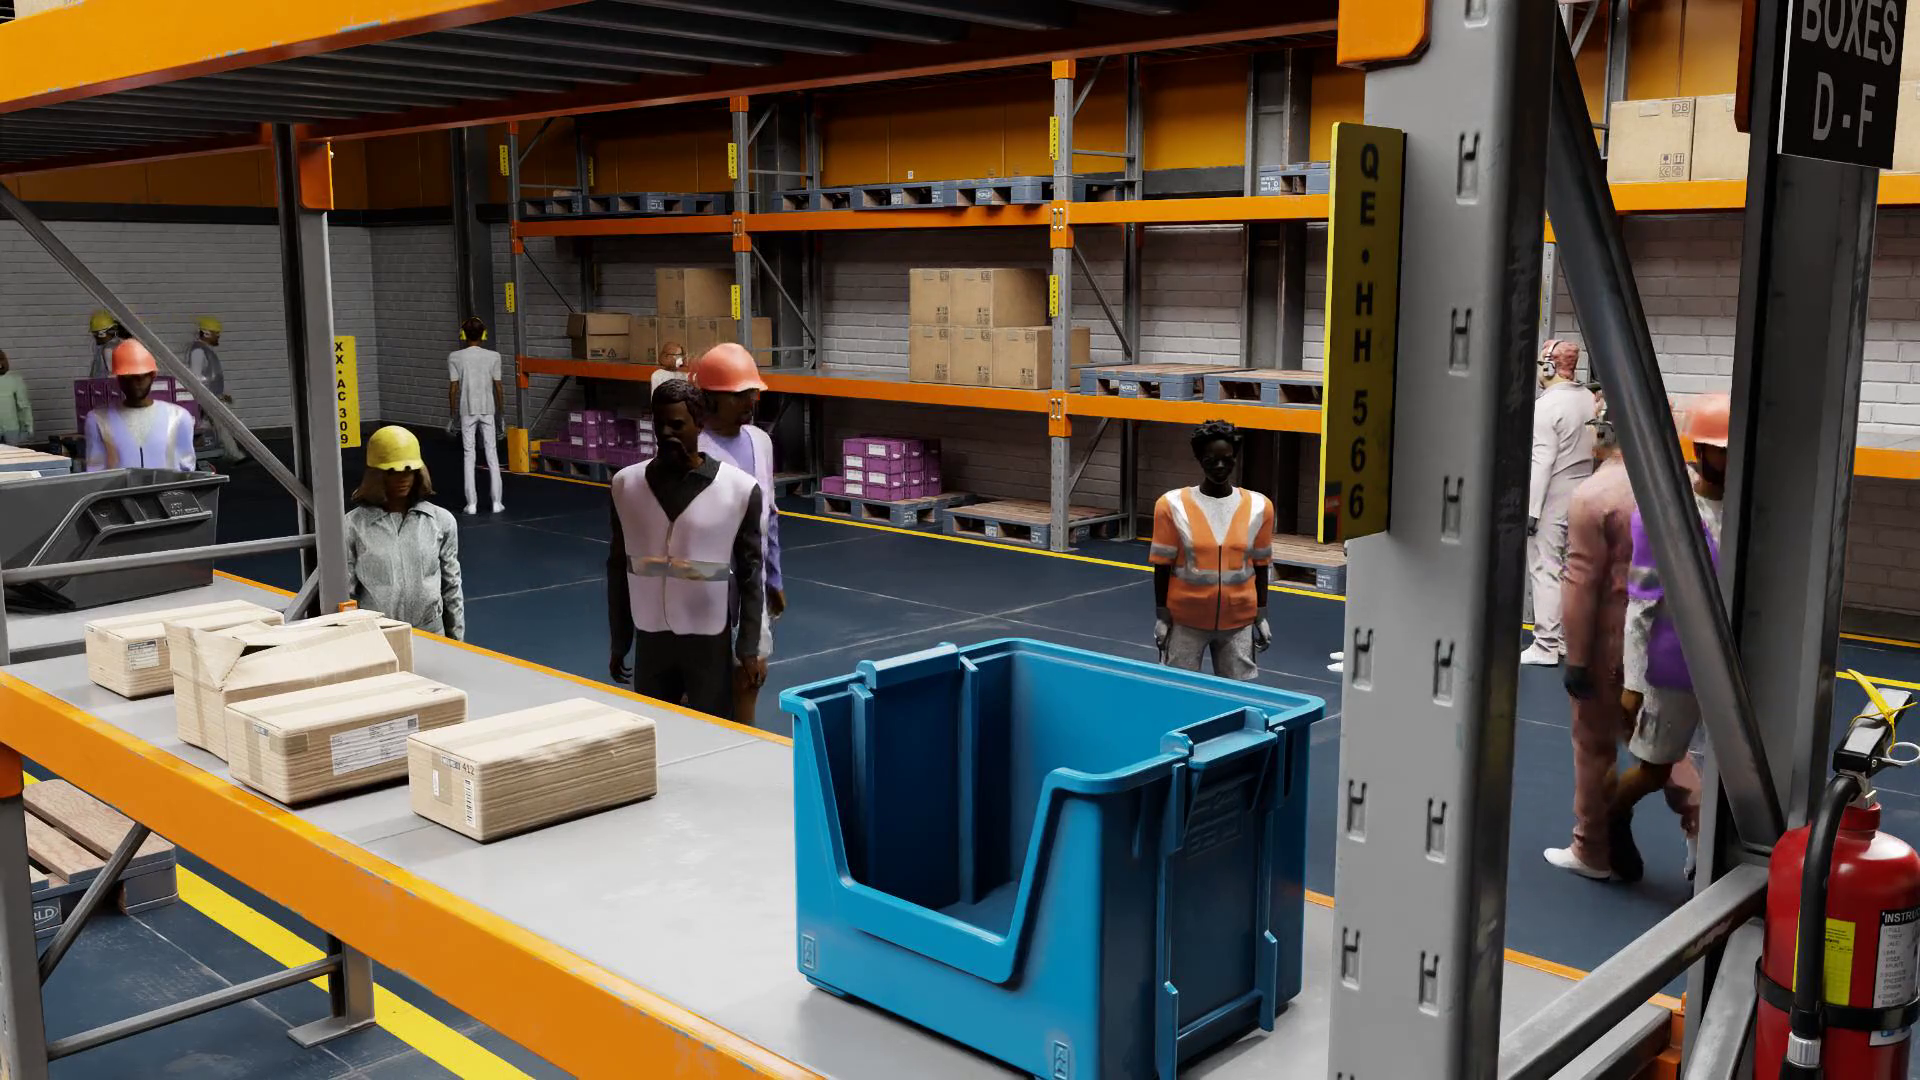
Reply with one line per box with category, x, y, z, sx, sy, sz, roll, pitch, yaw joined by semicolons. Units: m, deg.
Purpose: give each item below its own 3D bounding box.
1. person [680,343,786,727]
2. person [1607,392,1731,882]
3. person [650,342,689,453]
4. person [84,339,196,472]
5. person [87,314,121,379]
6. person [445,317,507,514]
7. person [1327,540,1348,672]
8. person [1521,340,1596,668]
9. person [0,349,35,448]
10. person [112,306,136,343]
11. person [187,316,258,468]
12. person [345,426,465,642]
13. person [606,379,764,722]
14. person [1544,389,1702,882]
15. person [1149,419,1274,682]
person;-1.041;0.165;7.076;0.789;2.015;0.617;5;10;27
person;2.557;0.420;5.843;0.557;1.908;0.852;0;9;-2
person;-2.752;-1.078;15.893;0.277;1.629;0.497;7;11;35
person;-4.456;-0.125;9.098;0.548;1.937;0.365;-5;10;-27
person;-9.342;-1.567;18.288;0.403;1.823;0.586;-4;10;-21
person;-4.594;-1.173;15.763;0.552;1.865;0.334;-3;10;-19
person;2.293;-0.056;9.593;0.281;1.636;0.500;3;10;17
person;3.457;-0.214;9.737;0.652;1.906;0.402;-8;12;-41
person;-8.817;-0.978;15.329;0.500;1.596;0.755;-9;13;-43
person;-9.238;-1.648;18.527;0.868;1.896;0.630;0;9;1
person;-8.682;-1.691;19.210;0.958;1.774;0.609;-3;10;-19
person;-2.101;0.433;6.292;0.484;1.738;0.318;-7;12;-37
person;-1.016;0.361;6.171;0.587;1.920;0.392;1;9;8
person;2.533;0.379;6.155;0.666;1.886;0.615;-4;10;-23
person;1.055;0.336;7.002;0.531;1.697;0.322;-1;9;-5
